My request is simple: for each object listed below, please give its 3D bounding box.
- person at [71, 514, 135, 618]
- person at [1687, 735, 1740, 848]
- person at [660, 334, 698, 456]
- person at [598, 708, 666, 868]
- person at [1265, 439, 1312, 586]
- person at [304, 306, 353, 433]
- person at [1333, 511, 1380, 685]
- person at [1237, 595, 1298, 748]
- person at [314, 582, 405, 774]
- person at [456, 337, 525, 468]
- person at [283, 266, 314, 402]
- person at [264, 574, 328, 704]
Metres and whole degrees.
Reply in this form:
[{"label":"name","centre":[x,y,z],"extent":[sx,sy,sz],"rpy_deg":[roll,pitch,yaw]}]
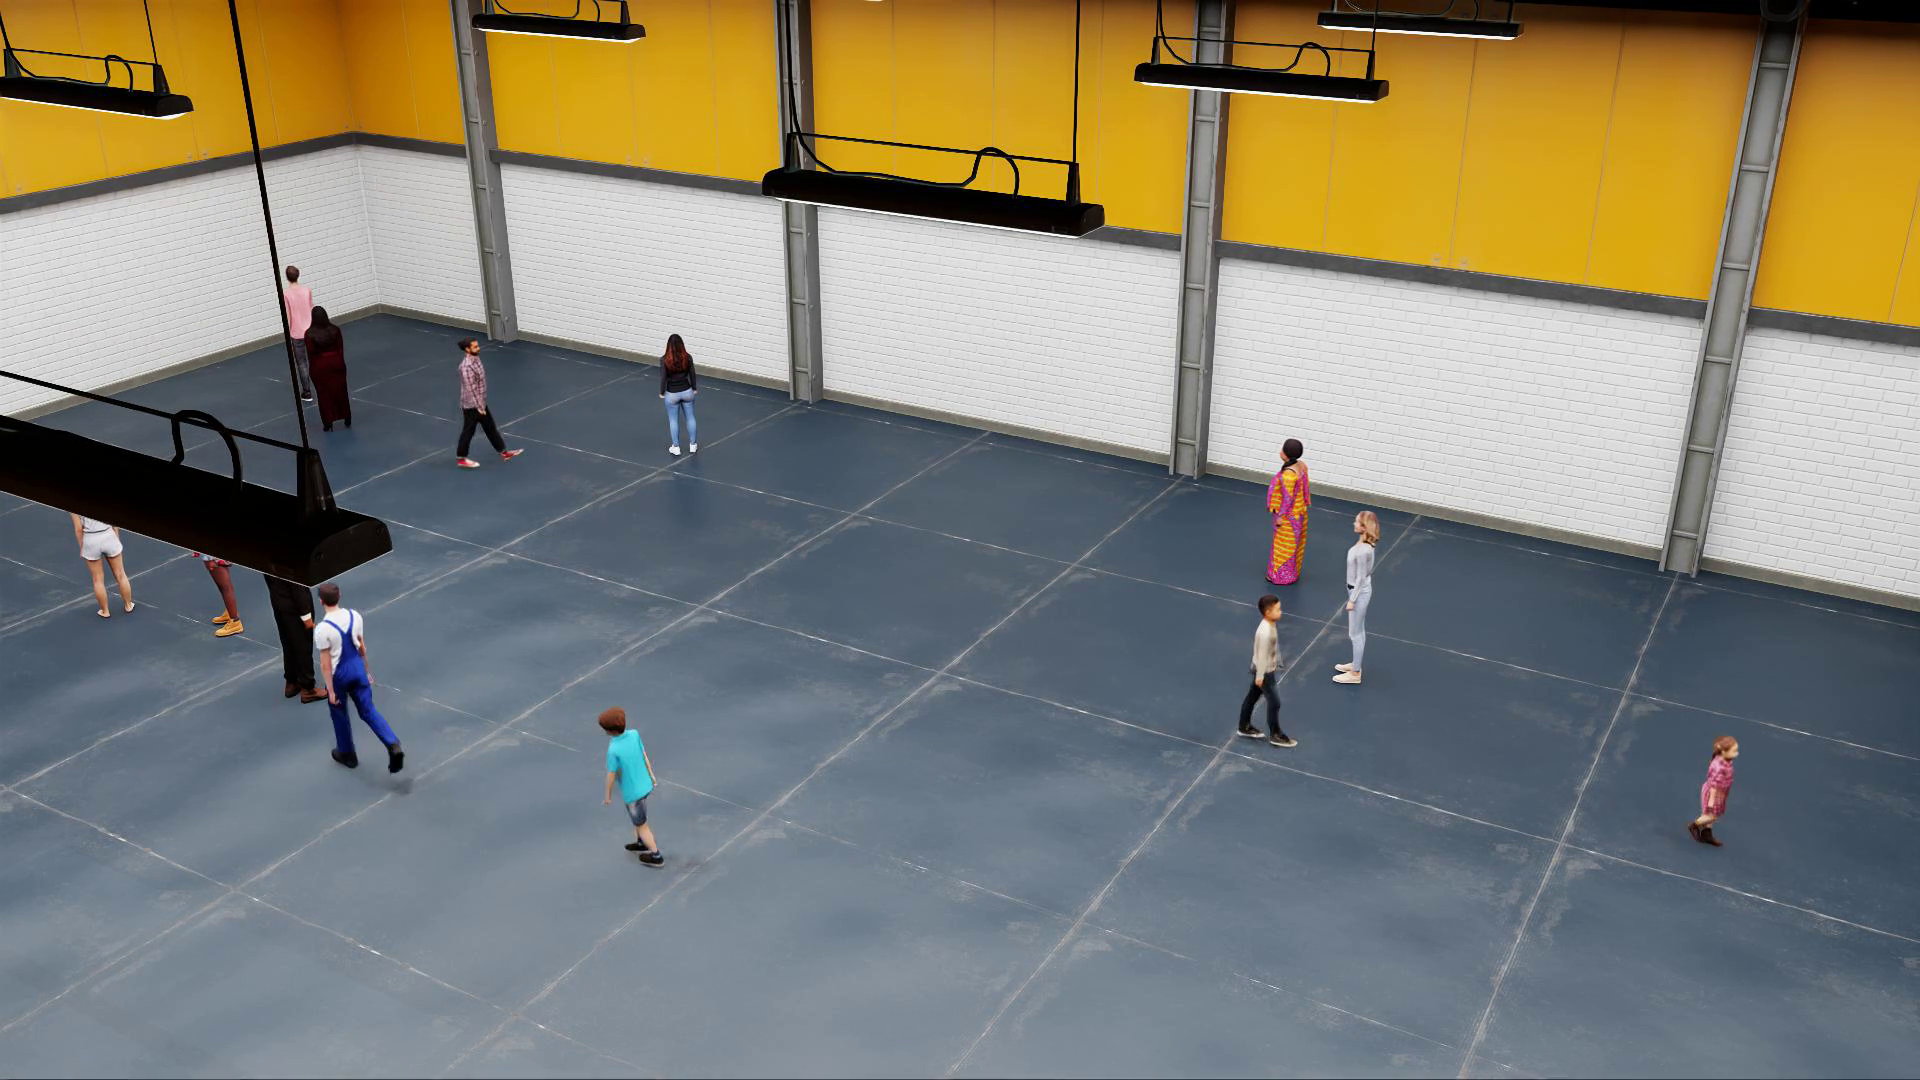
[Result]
[{"label":"person","centre":[-9.043,0.044,17.491],"extent":[0.654,1.602,0.678],"rpy_deg":[-15,28,-31]},{"label":"person","centre":[6.163,2.043,13.647],"extent":[0.525,1.020,0.463],"rpy_deg":[17,29,34]},{"label":"person","centre":[-3.714,-1.938,21.987],"extent":[0.735,1.634,0.765],"rpy_deg":[-9,25,-21]},{"label":"person","centre":[-2.553,1.977,13.303],"extent":[0.683,1.417,0.587],"rpy_deg":[13,27,28]},{"label":"person","centre":[3.595,-0.349,18.287],"extent":[0.651,1.687,0.642],"rpy_deg":[12,26,25]},{"label":"person","centre":[-8.659,-2.358,22.793],"extent":[0.733,1.758,0.709],"rpy_deg":[-19,30,-37]},{"label":"person","centre":[3.864,0.544,16.107],"extent":[0.579,1.796,0.629],"rpy_deg":[8,25,17]},{"label":"person","centre":[2.687,1.169,15.108],"extent":[0.842,1.451,0.679],"rpy_deg":[5,24,12]},{"label":"person","centre":[-5.273,1.245,14.470],"extent":[1.192,1.823,0.724],"rpy_deg":[17,29,34]},{"label":"person","centre":[-6.341,-1.754,21.443],"extent":[1.213,1.731,1.041],"rpy_deg":[0,24,0]},{"label":"person","centre":[-9.488,-2.988,23.985],"extent":[0.598,1.957,0.674],"rpy_deg":[19,30,37]},{"label":"person","centre":[-6.346,0.625,15.786],"extent":[0.600,1.904,0.808],"rpy_deg":[18,30,36]}]
